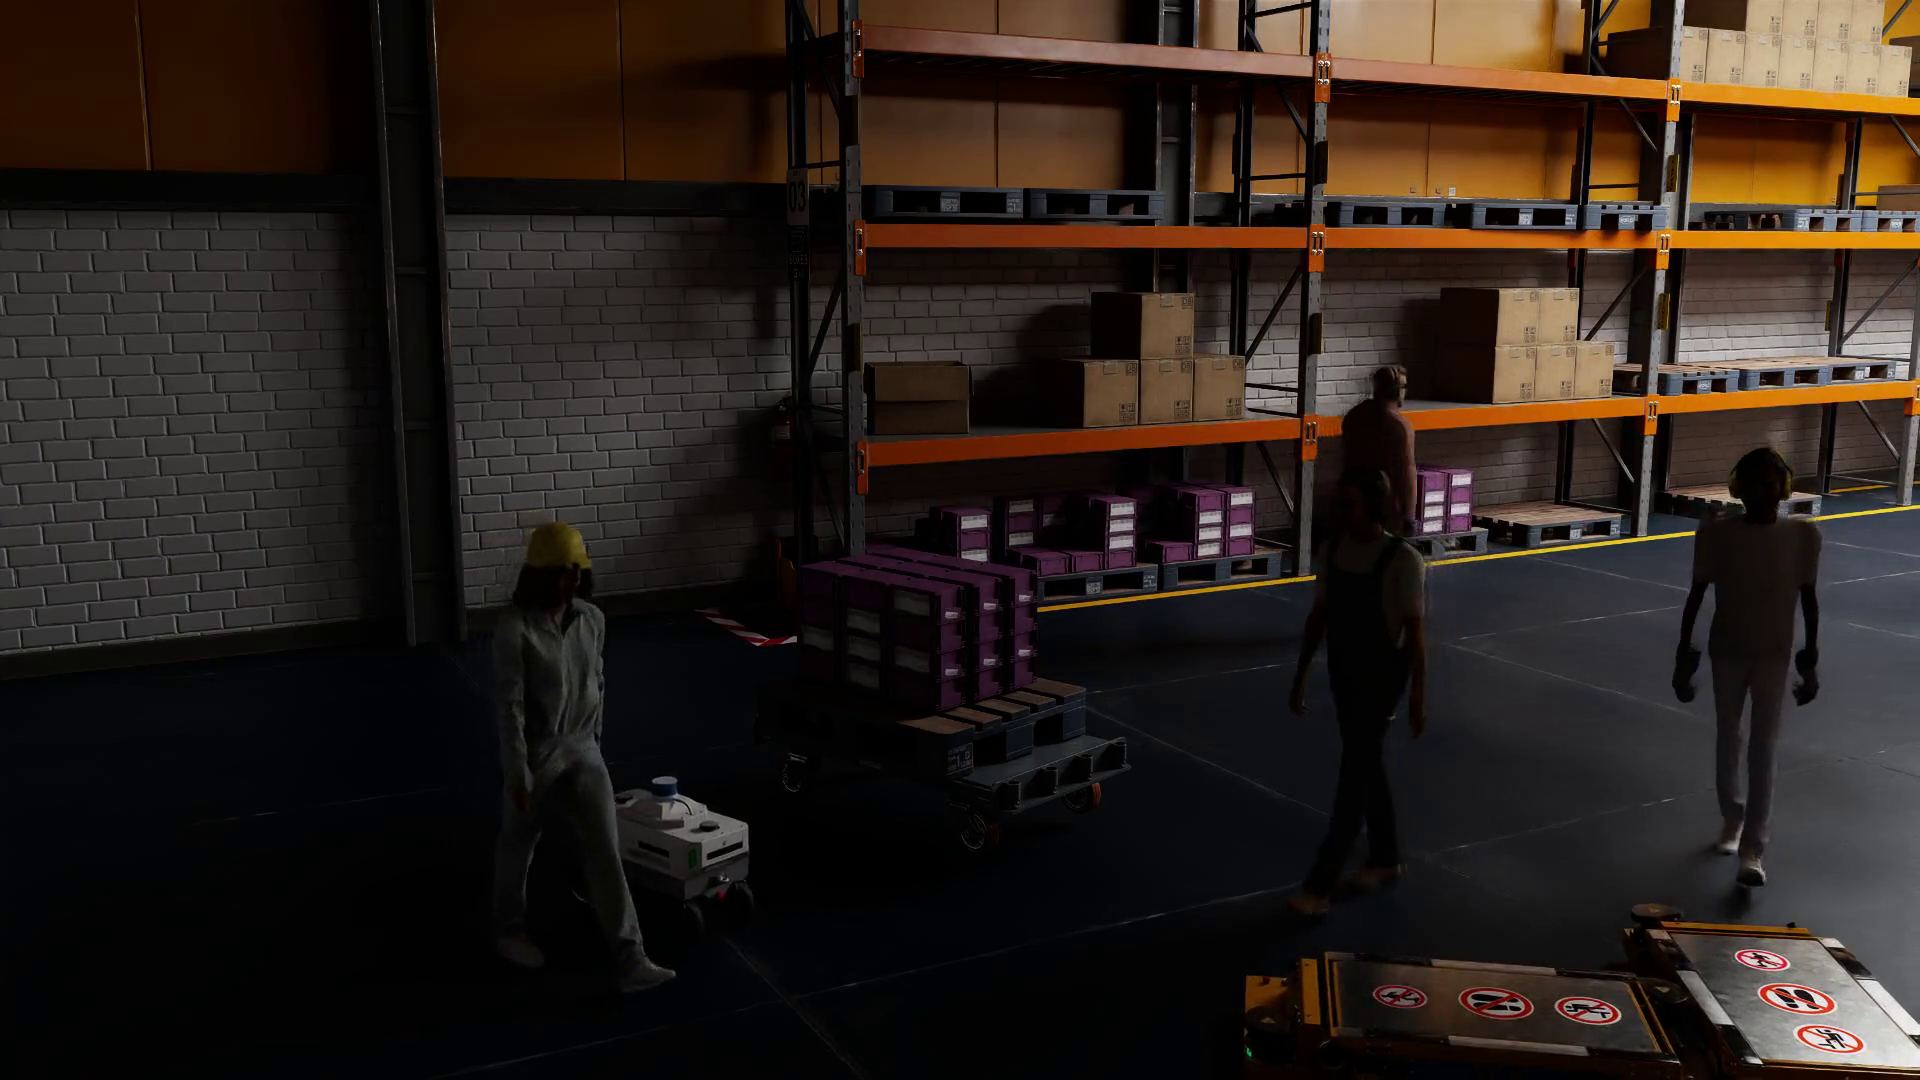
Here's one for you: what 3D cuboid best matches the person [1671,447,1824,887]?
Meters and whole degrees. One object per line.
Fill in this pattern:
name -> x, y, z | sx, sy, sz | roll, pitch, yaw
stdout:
person -> 3.314, 0.526, 7.019 | 0.561, 1.819, 0.952 | 5, 11, 28

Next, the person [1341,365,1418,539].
person -> 2.847, -0.245, 11.286 | 0.466, 1.888, 0.664 | -5, 11, -25

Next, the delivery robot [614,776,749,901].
delivery robot -> -1.169, 1.186, 6.621 | 0.707, 0.478, 0.477 | 8, 13, 39

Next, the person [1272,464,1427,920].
person -> 1.528, 0.602, 6.660 | 0.914, 1.803, 0.541 | -6, 12, -31

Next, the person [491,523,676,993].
person -> -1.413, 0.778, 5.931 | 0.918, 1.689, 0.503 | 8, 13, 39

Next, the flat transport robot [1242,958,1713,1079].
flat transport robot -> 1.648, 1.587, 5.395 | 1.431, 0.197, 0.652 | 2, 10, 10

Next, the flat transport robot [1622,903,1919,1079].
flat transport robot -> 2.720, 1.569, 5.500 | 0.652, 0.197, 1.431 | 1, 10, 7
